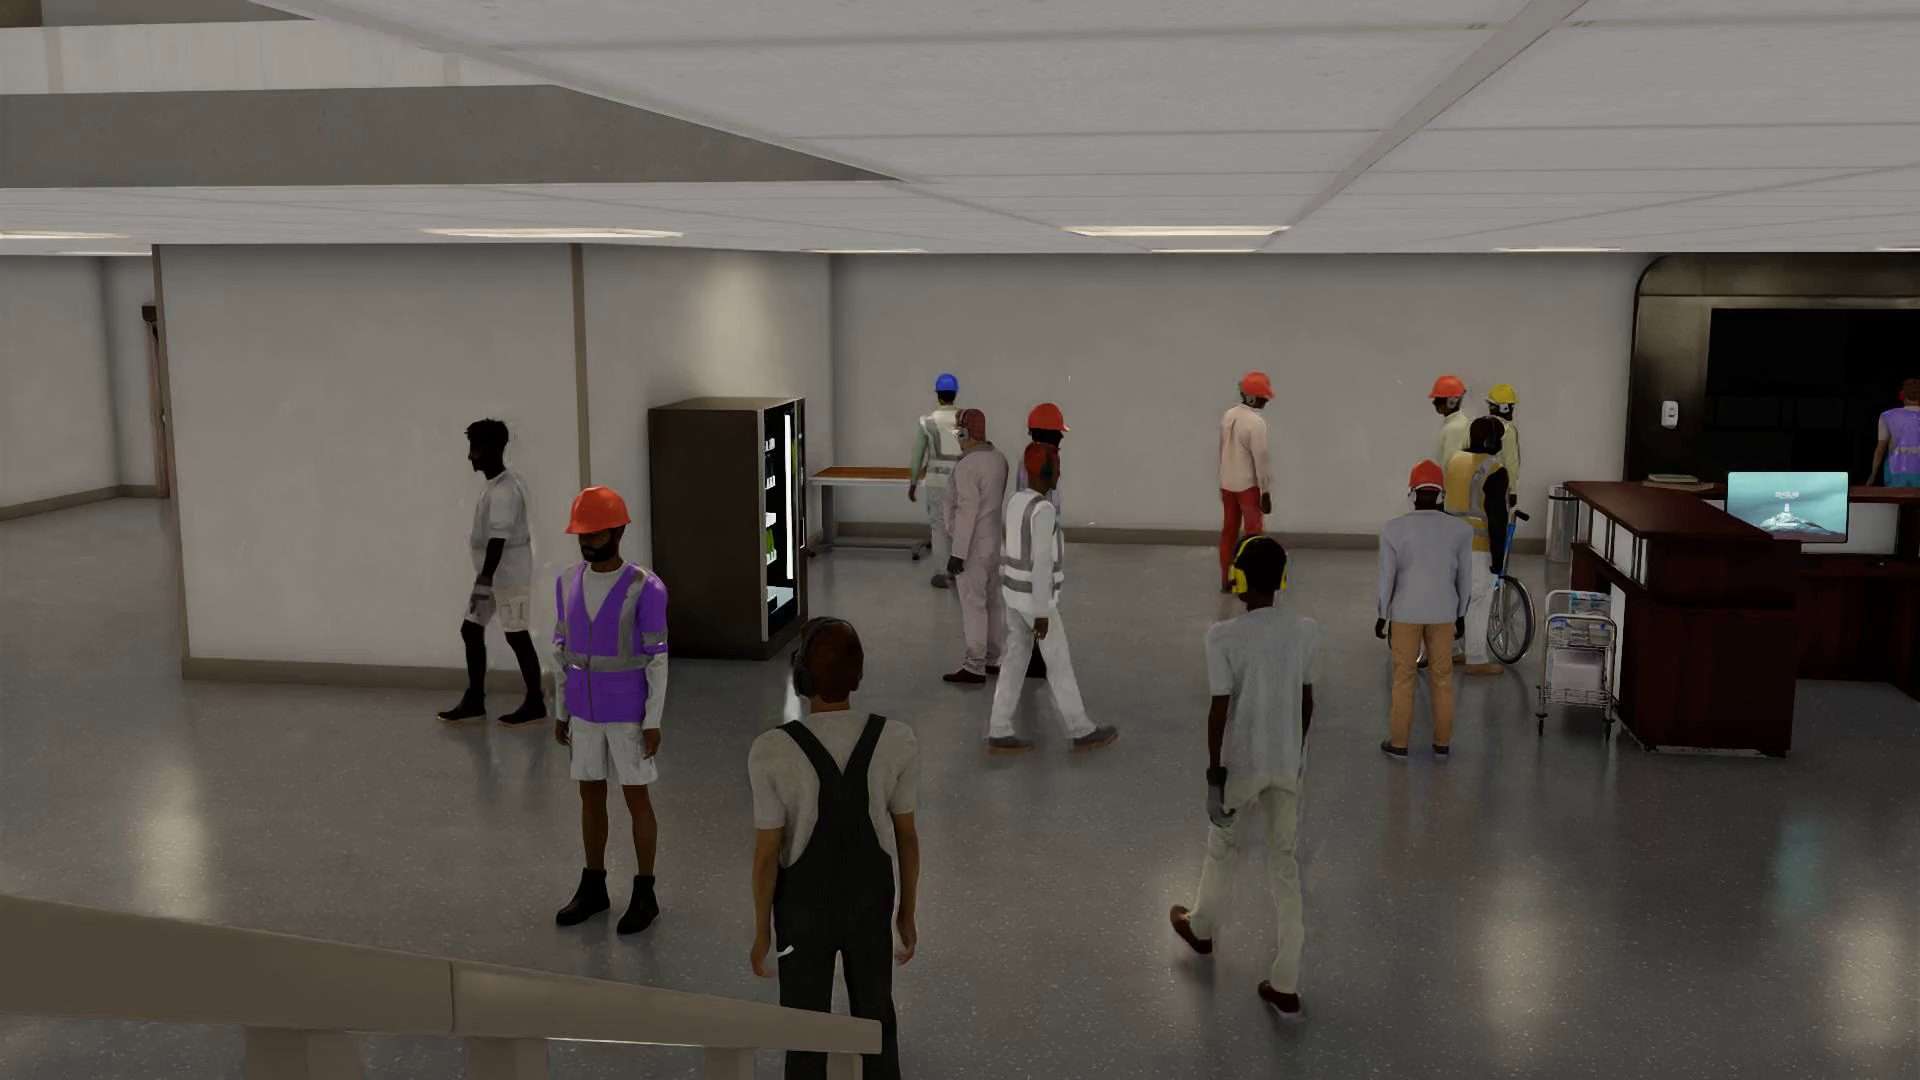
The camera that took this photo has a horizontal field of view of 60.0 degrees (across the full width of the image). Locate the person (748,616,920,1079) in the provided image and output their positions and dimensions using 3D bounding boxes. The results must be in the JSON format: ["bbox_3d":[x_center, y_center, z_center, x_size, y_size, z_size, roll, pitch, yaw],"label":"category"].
[{"bbox_3d":[-0.372,1.131,4.960,0.514,1.846,0.339,-3,10,-18],"label":"person"}]

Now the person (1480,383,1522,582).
[{"bbox_3d":[4.868,-0.503,15.083,0.404,1.830,0.601,-3,10,-17],"label":"person"}]

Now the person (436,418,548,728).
[{"bbox_3d":[-2.935,0.228,10.228,0.795,1.935,0.628,-5,10,-26],"label":"person"}]

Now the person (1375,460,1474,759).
[{"bbox_3d":[2.695,0.407,9.712,0.560,1.752,0.326,0,9,-1],"label":"person"}]

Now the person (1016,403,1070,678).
[{"bbox_3d":[0.576,0.004,11.673,0.380,1.931,0.545,2,9,11],"label":"person"}]

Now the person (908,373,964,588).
[{"bbox_3d":[-0.145,-0.535,14.984,0.652,1.922,0.549,-3,10,-17],"label":"person"}]

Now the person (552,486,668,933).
[{"bbox_3d":[-1.521,0.727,7.174,0.545,1.938,0.359,3,10,19],"label":"person"}]

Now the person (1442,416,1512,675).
[{"bbox_3d":[3.652,0.040,11.750,0.429,1.835,0.631,-4,10,-21],"label":"person"}]

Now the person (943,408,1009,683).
[{"bbox_3d":[0.085,0.038,11.543,0.406,1.902,0.636,4,10,24],"label":"person"}]

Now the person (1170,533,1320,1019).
[{"bbox_3d":[1.141,0.877,6.582,0.495,1.828,0.917,-2,9,-12],"label":"person"}]

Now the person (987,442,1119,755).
[{"bbox_3d":[0.515,0.347,9.768,0.808,1.850,0.605,-3,10,-20],"label":"person"}]

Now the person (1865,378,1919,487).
[{"bbox_3d":[8.994,-0.625,15.837,0.580,1.841,0.428,1,9,6],"label":"person"}]

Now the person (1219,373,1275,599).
[{"bbox_3d":[2.471,-0.466,14.495,0.376,1.964,0.657,-5,10,-27],"label":"person"}]

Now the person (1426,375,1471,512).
[{"bbox_3d":[4.076,-0.391,13.934,0.441,1.977,0.655,3,10,15],"label":"person"}]
